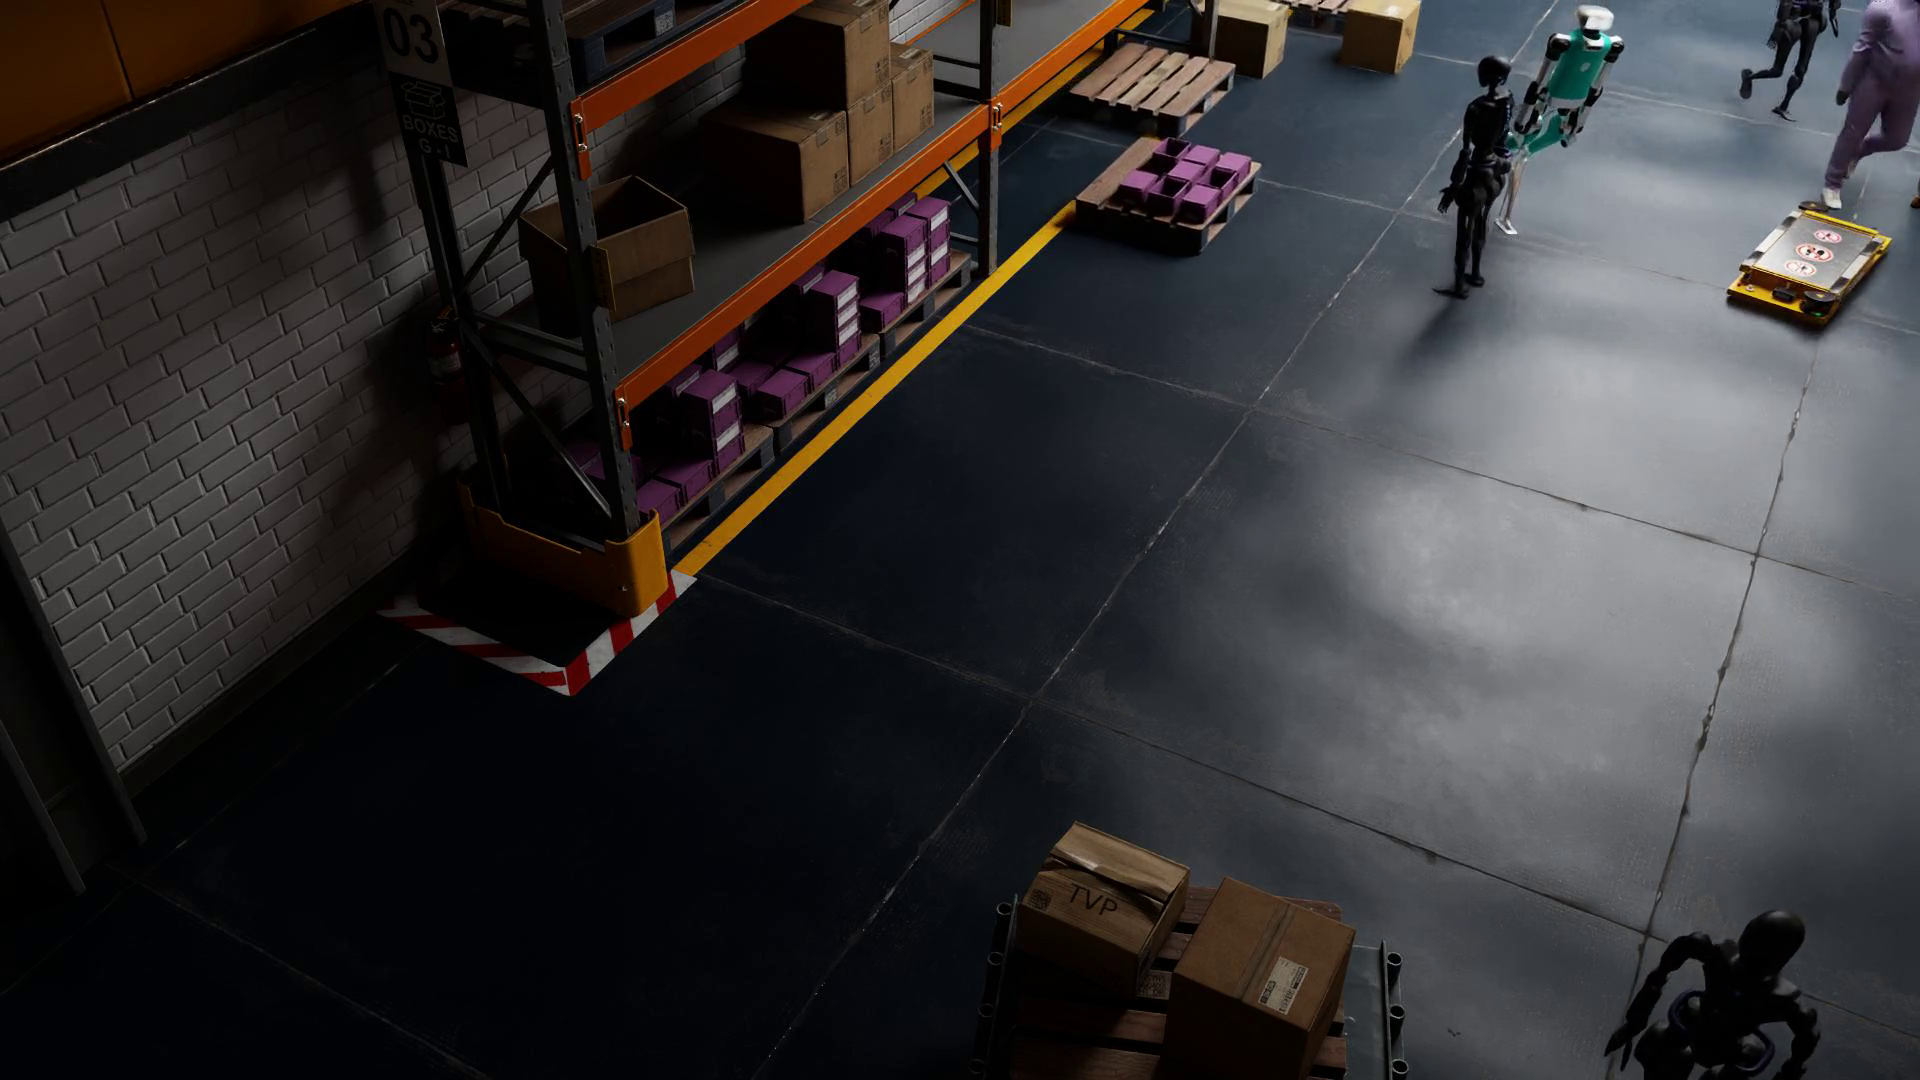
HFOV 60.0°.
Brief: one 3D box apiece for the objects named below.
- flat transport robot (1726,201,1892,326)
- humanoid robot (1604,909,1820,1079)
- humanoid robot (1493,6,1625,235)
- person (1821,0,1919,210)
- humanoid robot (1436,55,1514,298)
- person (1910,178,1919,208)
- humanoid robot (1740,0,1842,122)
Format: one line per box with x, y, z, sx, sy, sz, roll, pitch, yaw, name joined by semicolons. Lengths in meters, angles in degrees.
5.979;-1.953;11.661;0.659;0.231;1.431;28;46;30;flat transport robot
2.564;1.842;5.797;0.462;1.647;0.596;-30;47;-32;humanoid robot
4.133;-3.051;11.899;0.590;1.794;0.960;-7;39;-8;humanoid robot
6.736;-3.330;12.090;0.720;1.879;0.518;0;39;0;person
3.468;-2.422;11.117;0.611;1.656;0.320;-31;48;-32;humanoid robot
7.381;-3.232;11.960;0.370;1.894;0.581;-27;46;-29;person
6.775;-4.246;13.406;0.608;1.644;0.515;-11;40;-13;humanoid robot
